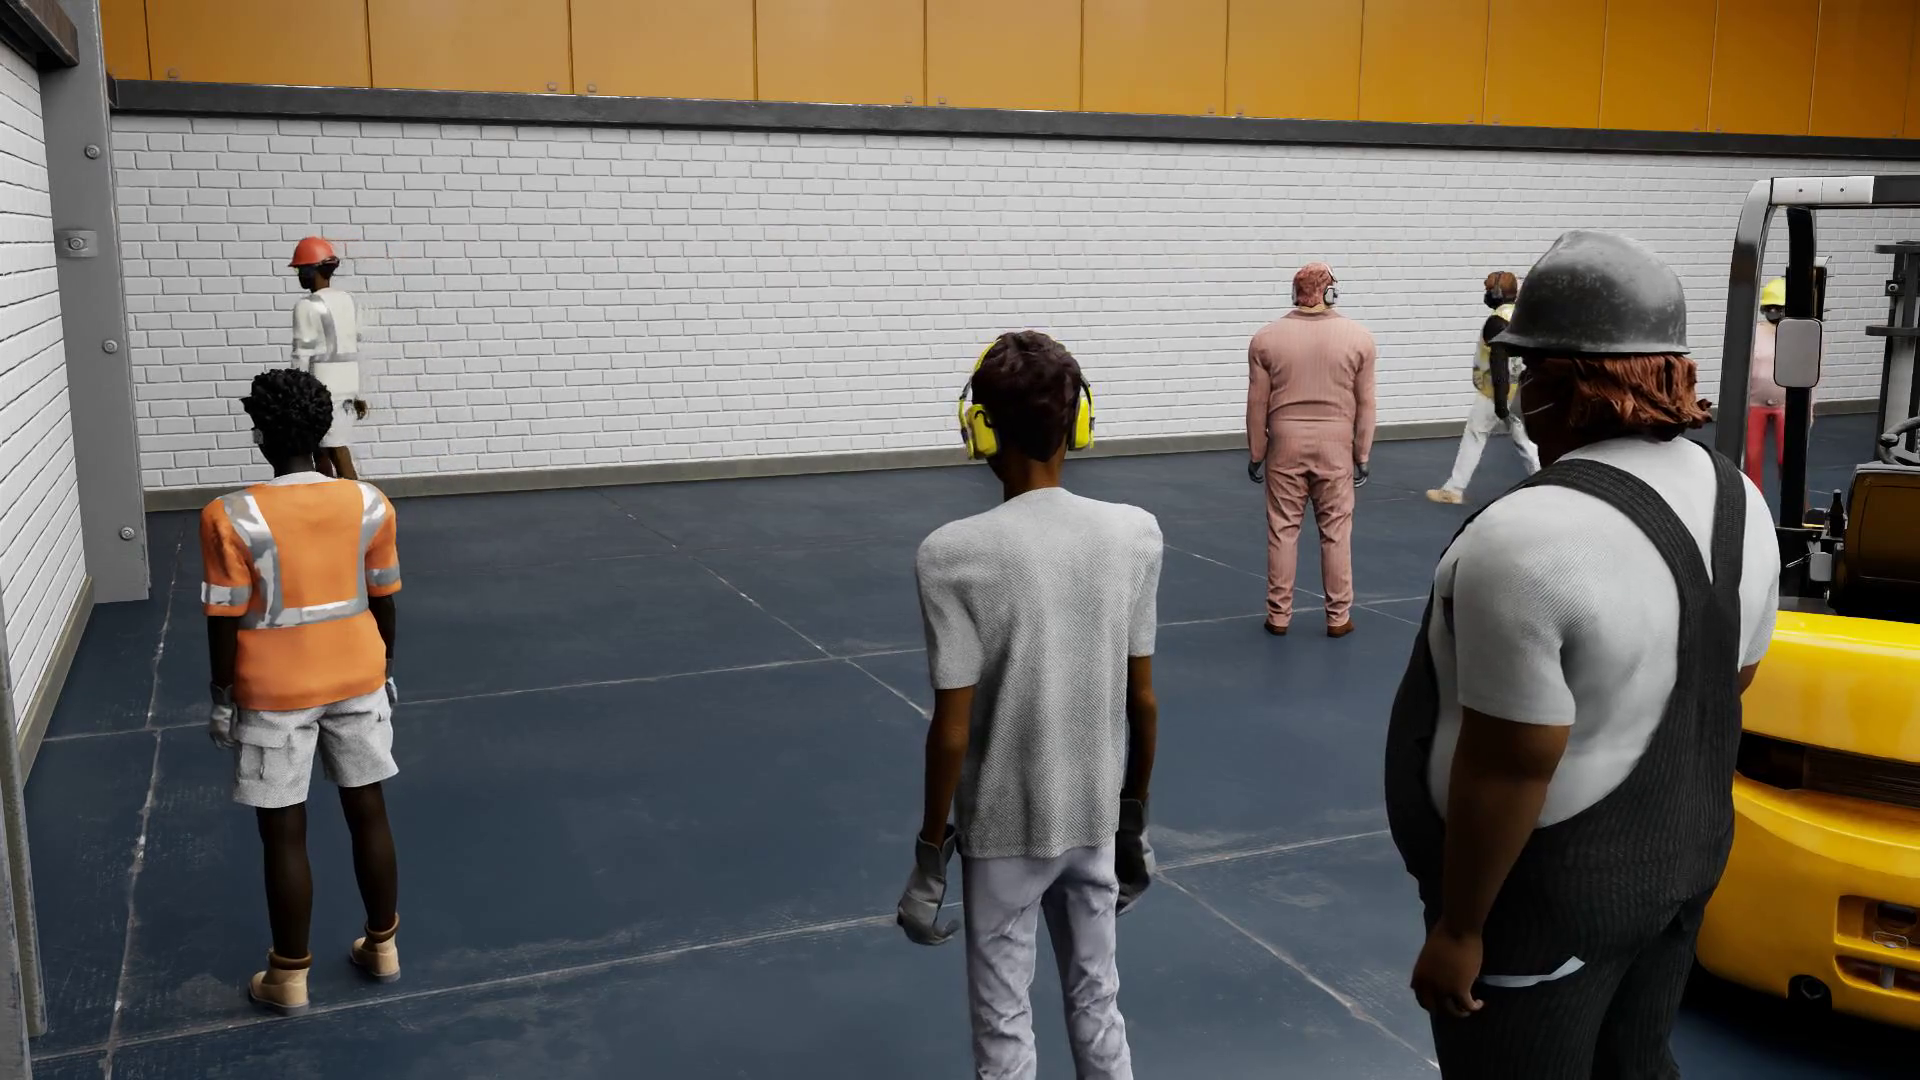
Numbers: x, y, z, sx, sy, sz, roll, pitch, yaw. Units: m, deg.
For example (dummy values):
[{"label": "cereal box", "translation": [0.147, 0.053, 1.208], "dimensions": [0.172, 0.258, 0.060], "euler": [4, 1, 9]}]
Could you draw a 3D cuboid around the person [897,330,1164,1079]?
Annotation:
[{"label": "person", "translation": [0.129, 0.556, 3.048], "dimensions": [0.520, 1.858, 0.327], "euler": [-5, 12, -27]}]

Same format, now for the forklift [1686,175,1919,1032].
[{"label": "forklift", "translation": [2.810, 0.094, 4.662], "dimensions": [1.214, 2.155, 2.313], "euler": [7, 12, 34]}]

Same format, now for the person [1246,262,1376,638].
[{"label": "person", "translation": [1.778, -0.449, 8.465], "dimensions": [0.642, 1.902, 0.399], "euler": [2, 11, 13]}]

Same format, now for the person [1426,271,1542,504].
[{"label": "person", "translation": [4.090, -1.122, 12.515], "dimensions": [0.976, 1.787, 0.633], "euler": [9, 13, 40]}]

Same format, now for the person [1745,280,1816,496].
[{"label": "person", "translation": [5.605, -0.917, 11.496], "dimensions": [0.534, 1.737, 0.450], "euler": [6, 12, 32]}]

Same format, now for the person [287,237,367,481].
[{"label": "person", "translation": [-4.291, -0.966, 10.977], "dimensions": [0.824, 2.018, 0.637], "euler": [2, 10, 9]}]

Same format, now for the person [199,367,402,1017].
[{"label": "person", "translation": [-1.717, 0.395, 4.395], "dimensions": [0.319, 1.690, 0.531], "euler": [9, 14, 40]}]
